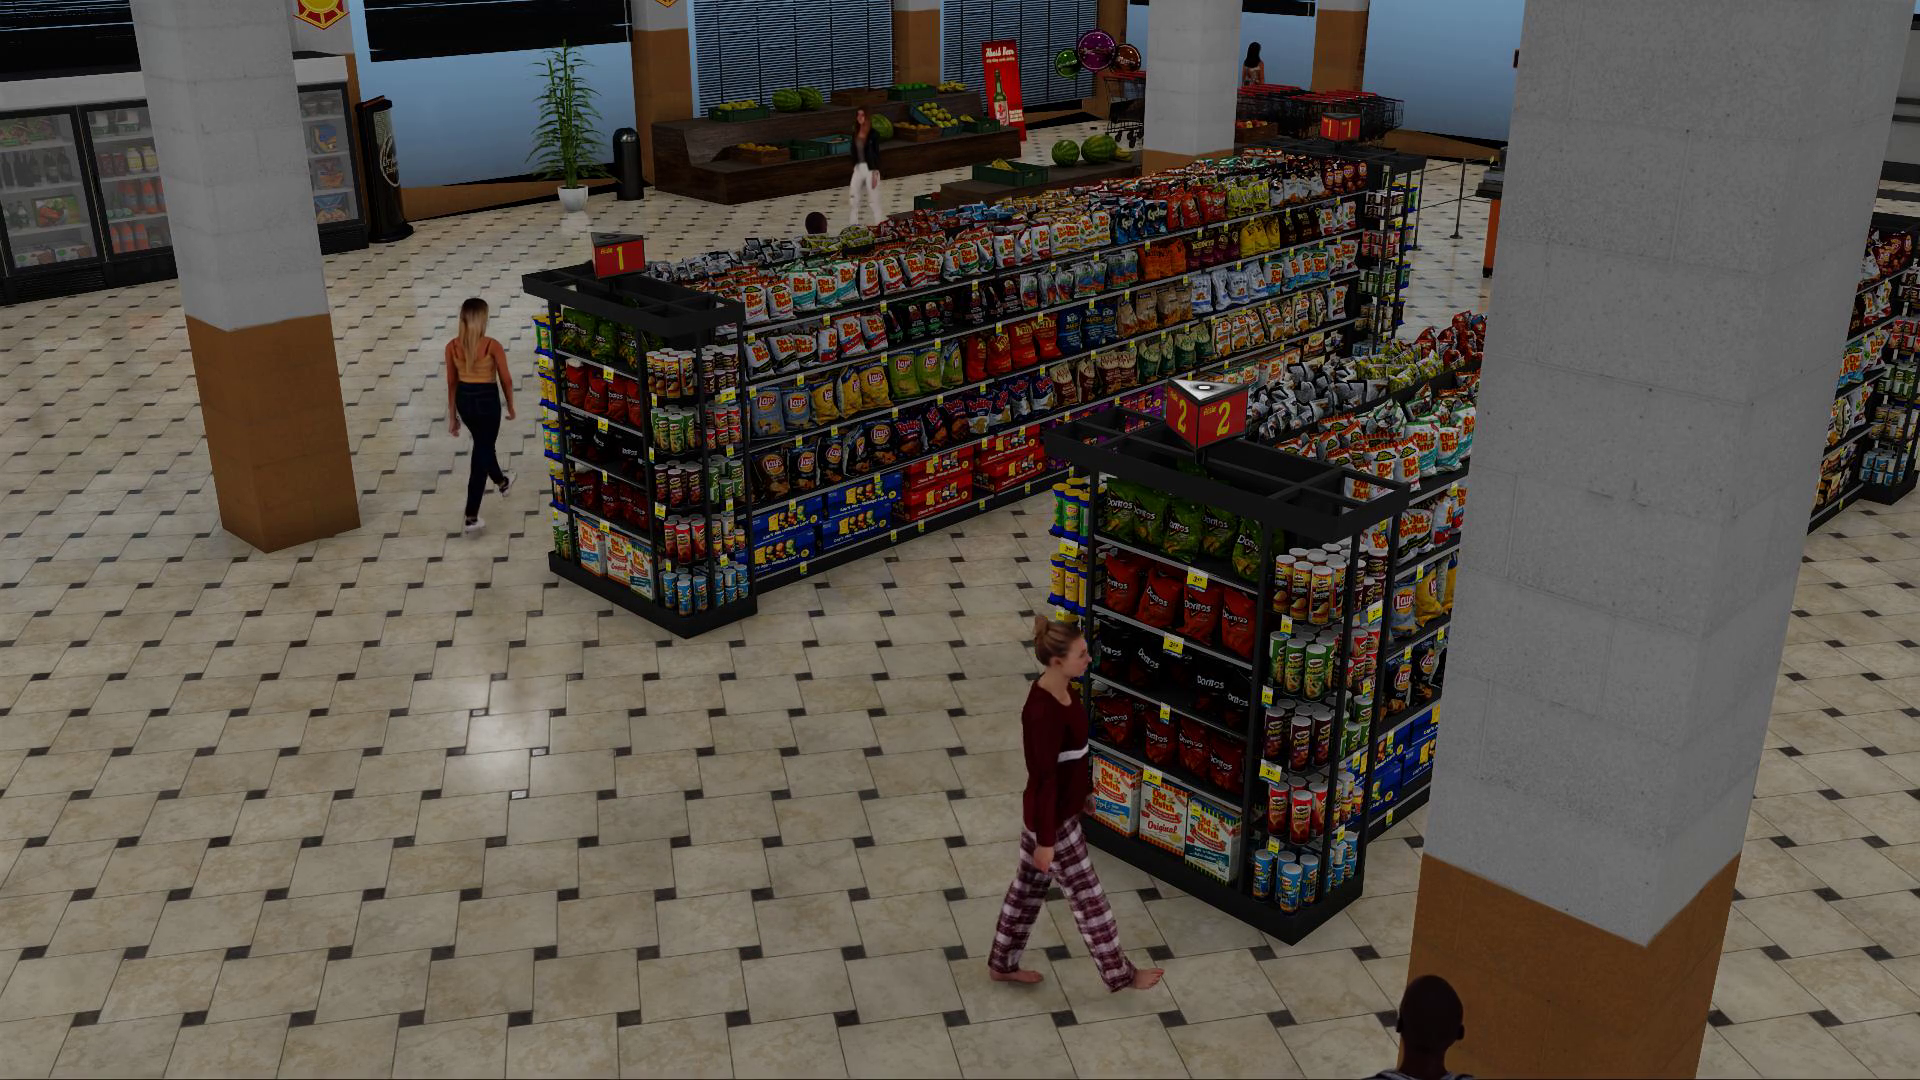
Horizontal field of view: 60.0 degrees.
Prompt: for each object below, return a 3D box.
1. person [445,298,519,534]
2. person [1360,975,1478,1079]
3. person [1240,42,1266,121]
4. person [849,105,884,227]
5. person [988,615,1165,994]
[{"bbox_3d":[-3.350,-0.820,11.523,1.053,1.579,1.215,3,22,6],"label":"person"},{"bbox_3d":[1.171,1.925,4.403,0.690,1.794,0.751,0,22,0],"label":"person"},{"bbox_3d":[5.016,-7.696,28.547,0.658,1.645,0.535,18,28,38],"label":"person"},{"bbox_3d":[-1.112,-4.511,20.570,0.728,1.682,0.939,14,26,31],"label":"person"},{"bbox_3d":[0.296,1.086,6.655,1.047,1.673,1.017,2,22,5],"label":"person"}]
